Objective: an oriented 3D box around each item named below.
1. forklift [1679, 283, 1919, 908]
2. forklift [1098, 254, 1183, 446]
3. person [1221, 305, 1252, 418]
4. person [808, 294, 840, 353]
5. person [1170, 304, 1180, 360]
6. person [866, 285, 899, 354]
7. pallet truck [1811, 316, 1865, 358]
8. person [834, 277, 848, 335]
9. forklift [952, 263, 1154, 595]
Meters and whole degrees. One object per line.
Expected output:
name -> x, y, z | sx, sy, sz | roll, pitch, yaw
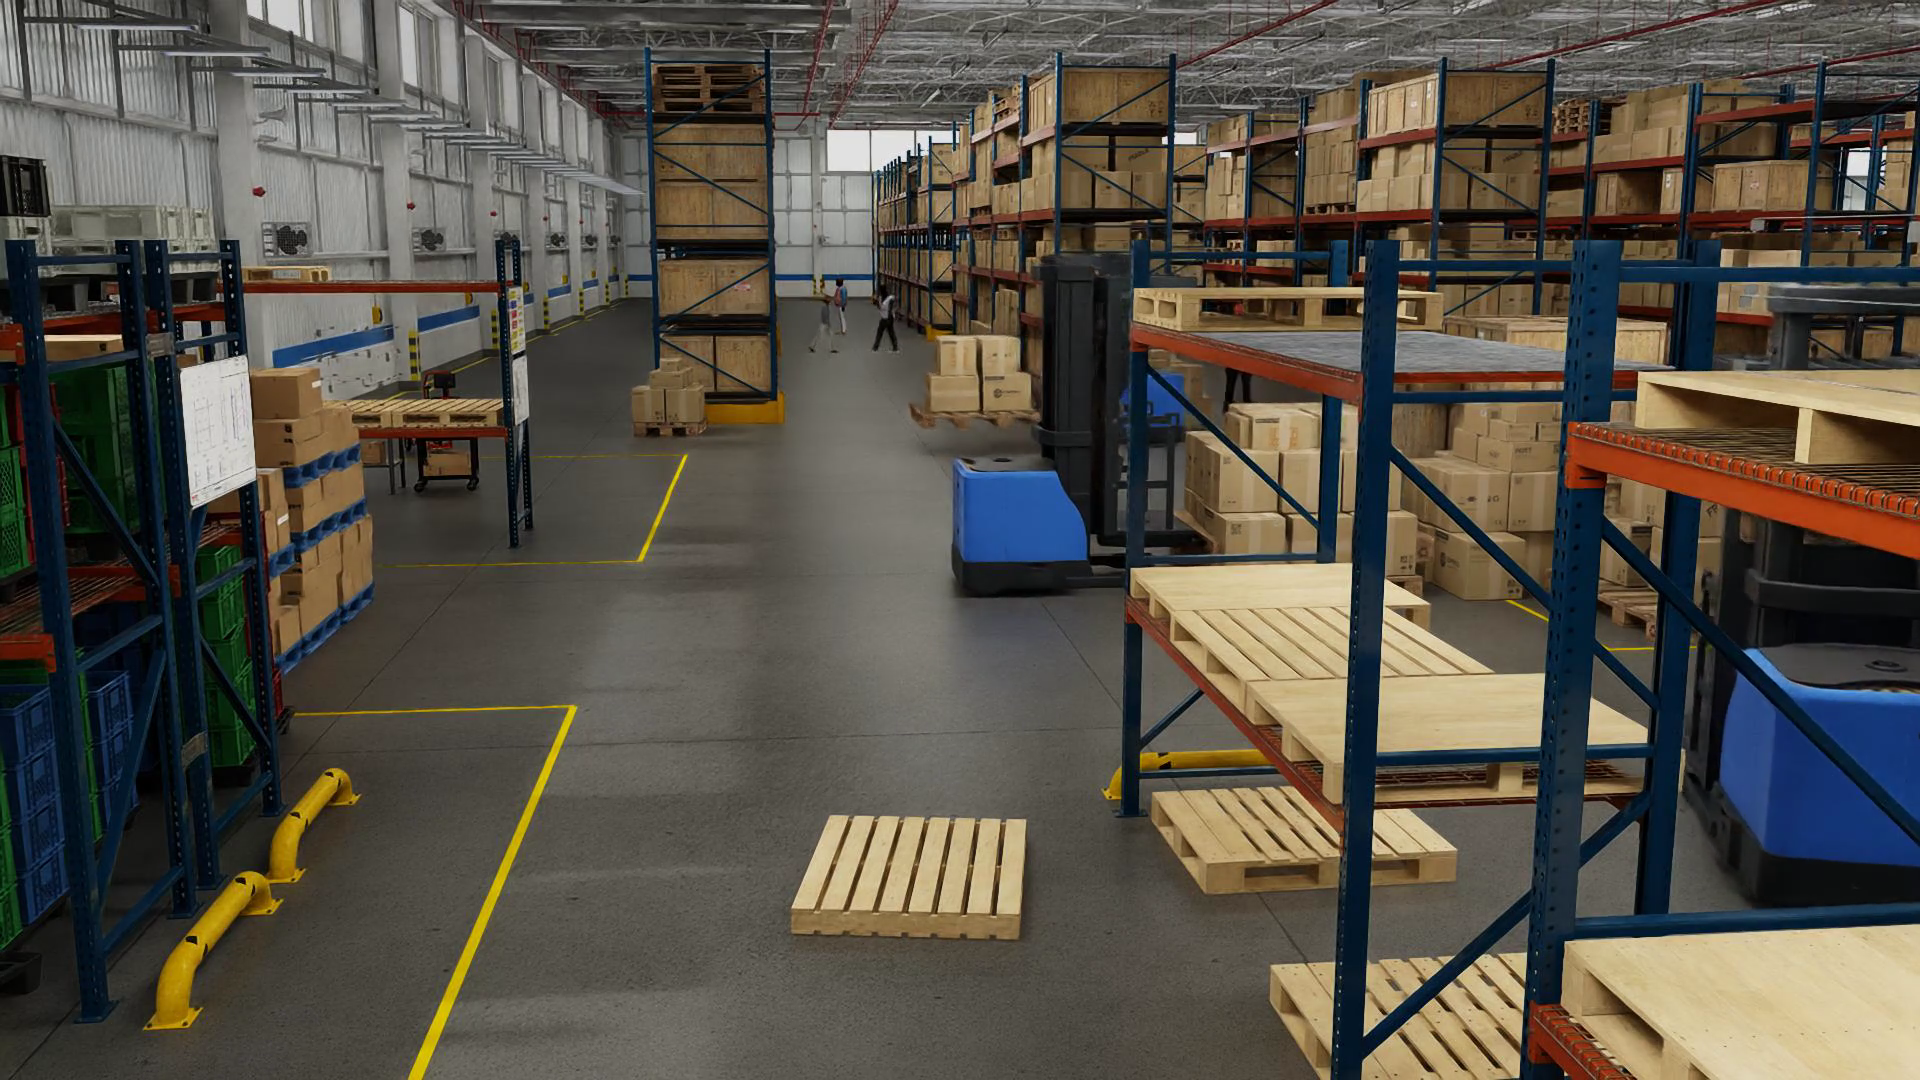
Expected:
forklift -> 4.290, 0.178, 7.949 | 1.129, 2.768, 1.873 | 2, 10, 13
forklift -> 2.288, -2.814, 24.528 | 1.873, 2.768, 1.129 | -1, 10, -8
person -> 4.700, -2.975, 27.982 | 0.607, 1.944, 1.028 | -1, 10, -3
person -> -3.676, -5.814, 44.710 | 0.827, 1.591, 0.518 | 2, 10, 11
person -> 4.840, -4.520, 37.479 | 0.352, 1.628, 0.589 | 3, 11, 15
person -> -2.034, -5.862, 44.294 | 1.014, 1.840, 0.673 | -8, 13, -39
pallet truck -> 15.846, -3.142, 28.793 | 1.885, 1.965, 0.823 | 2, 10, 12
person -> -3.841, -7.521, 53.526 | 0.430, 1.836, 0.626 | -4, 11, -21
forklift -> 0.901, -1.002, 14.486 | 1.873, 2.768, 1.129 | -1, 10, -6
